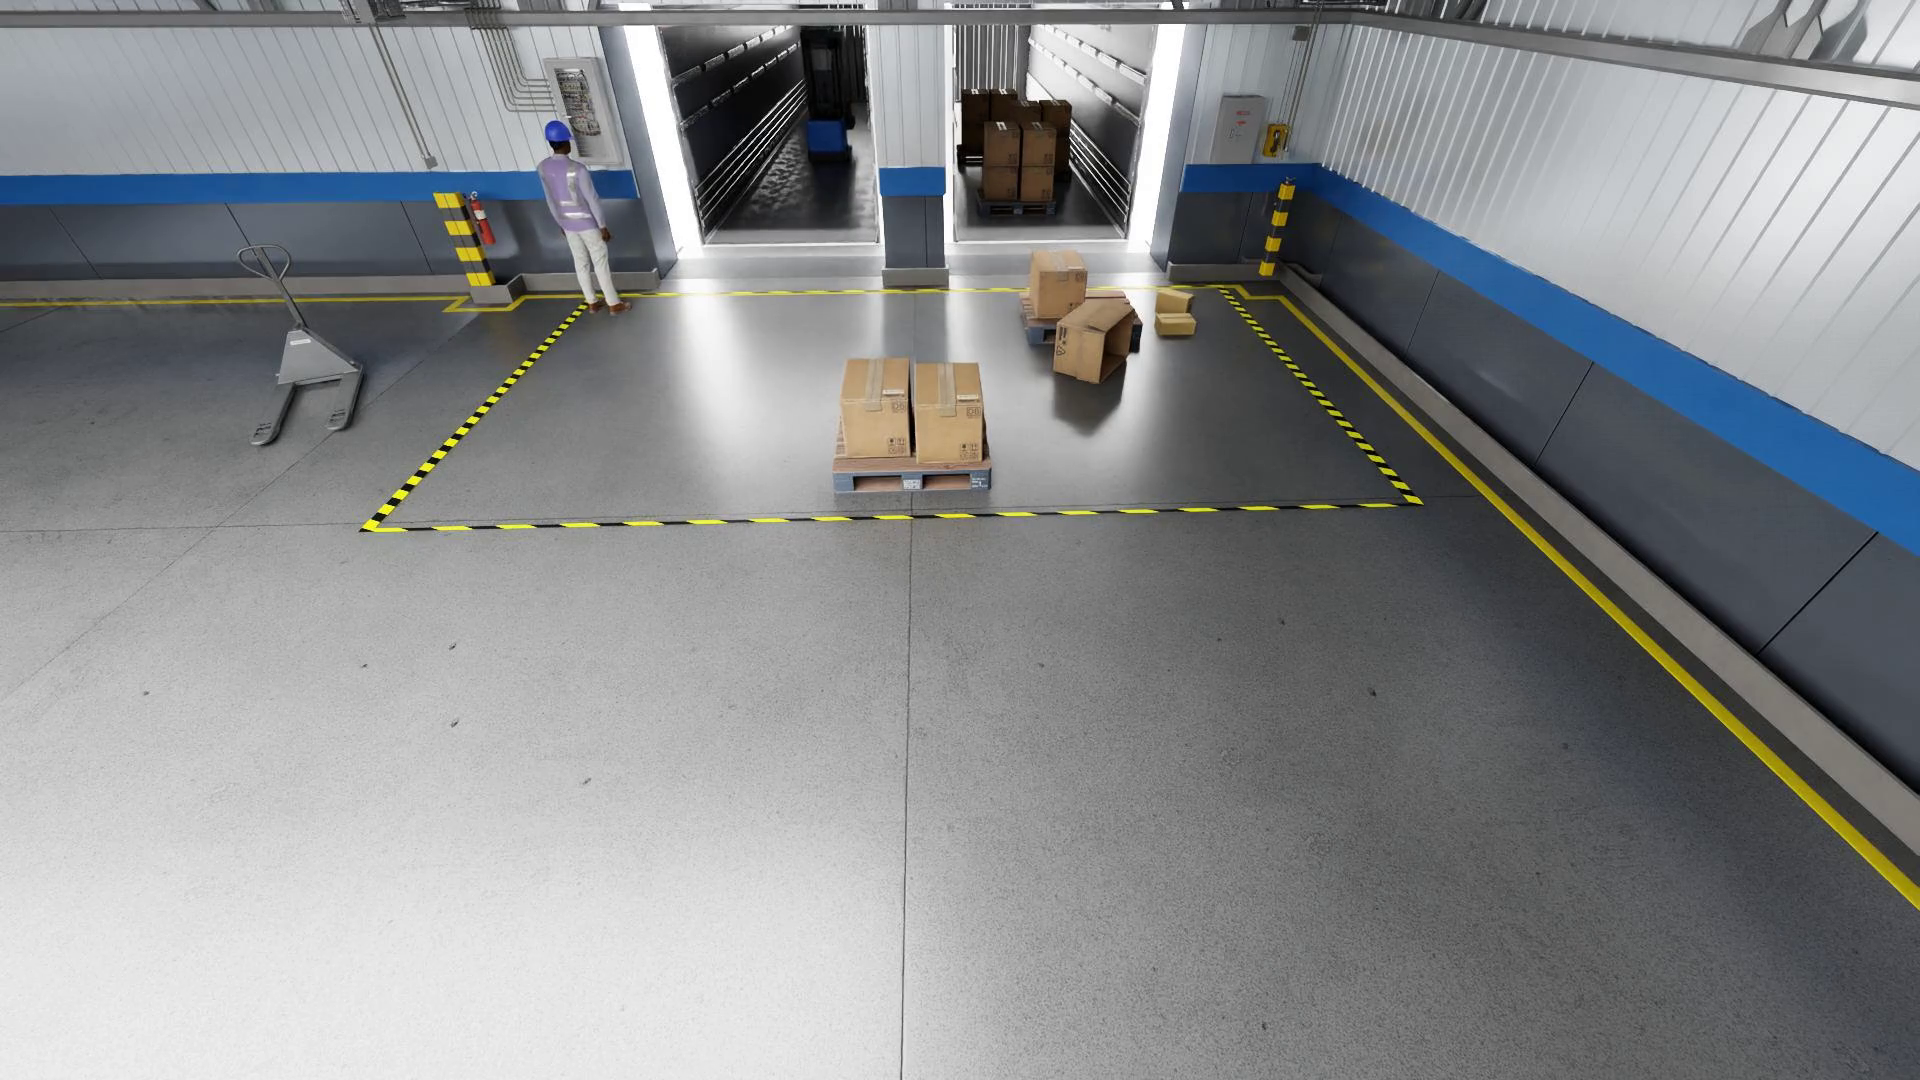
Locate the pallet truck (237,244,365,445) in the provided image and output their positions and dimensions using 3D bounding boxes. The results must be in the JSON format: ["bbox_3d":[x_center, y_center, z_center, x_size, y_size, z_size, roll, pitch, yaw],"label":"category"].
[{"bbox_3d":[-5.915,-1.733,6.366,0.680,1.201,1.601,-18,42,-21],"label":"pallet truck"}]

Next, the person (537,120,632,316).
[{"bbox_3d":[-4.082,-3.424,7.926,0.614,1.945,0.402,10,40,12],"label":"person"}]

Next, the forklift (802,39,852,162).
[{"bbox_3d":[-2.647,-8.519,14.273,0.716,2.013,0.776,-1,38,-1],"label":"forklift"}]
